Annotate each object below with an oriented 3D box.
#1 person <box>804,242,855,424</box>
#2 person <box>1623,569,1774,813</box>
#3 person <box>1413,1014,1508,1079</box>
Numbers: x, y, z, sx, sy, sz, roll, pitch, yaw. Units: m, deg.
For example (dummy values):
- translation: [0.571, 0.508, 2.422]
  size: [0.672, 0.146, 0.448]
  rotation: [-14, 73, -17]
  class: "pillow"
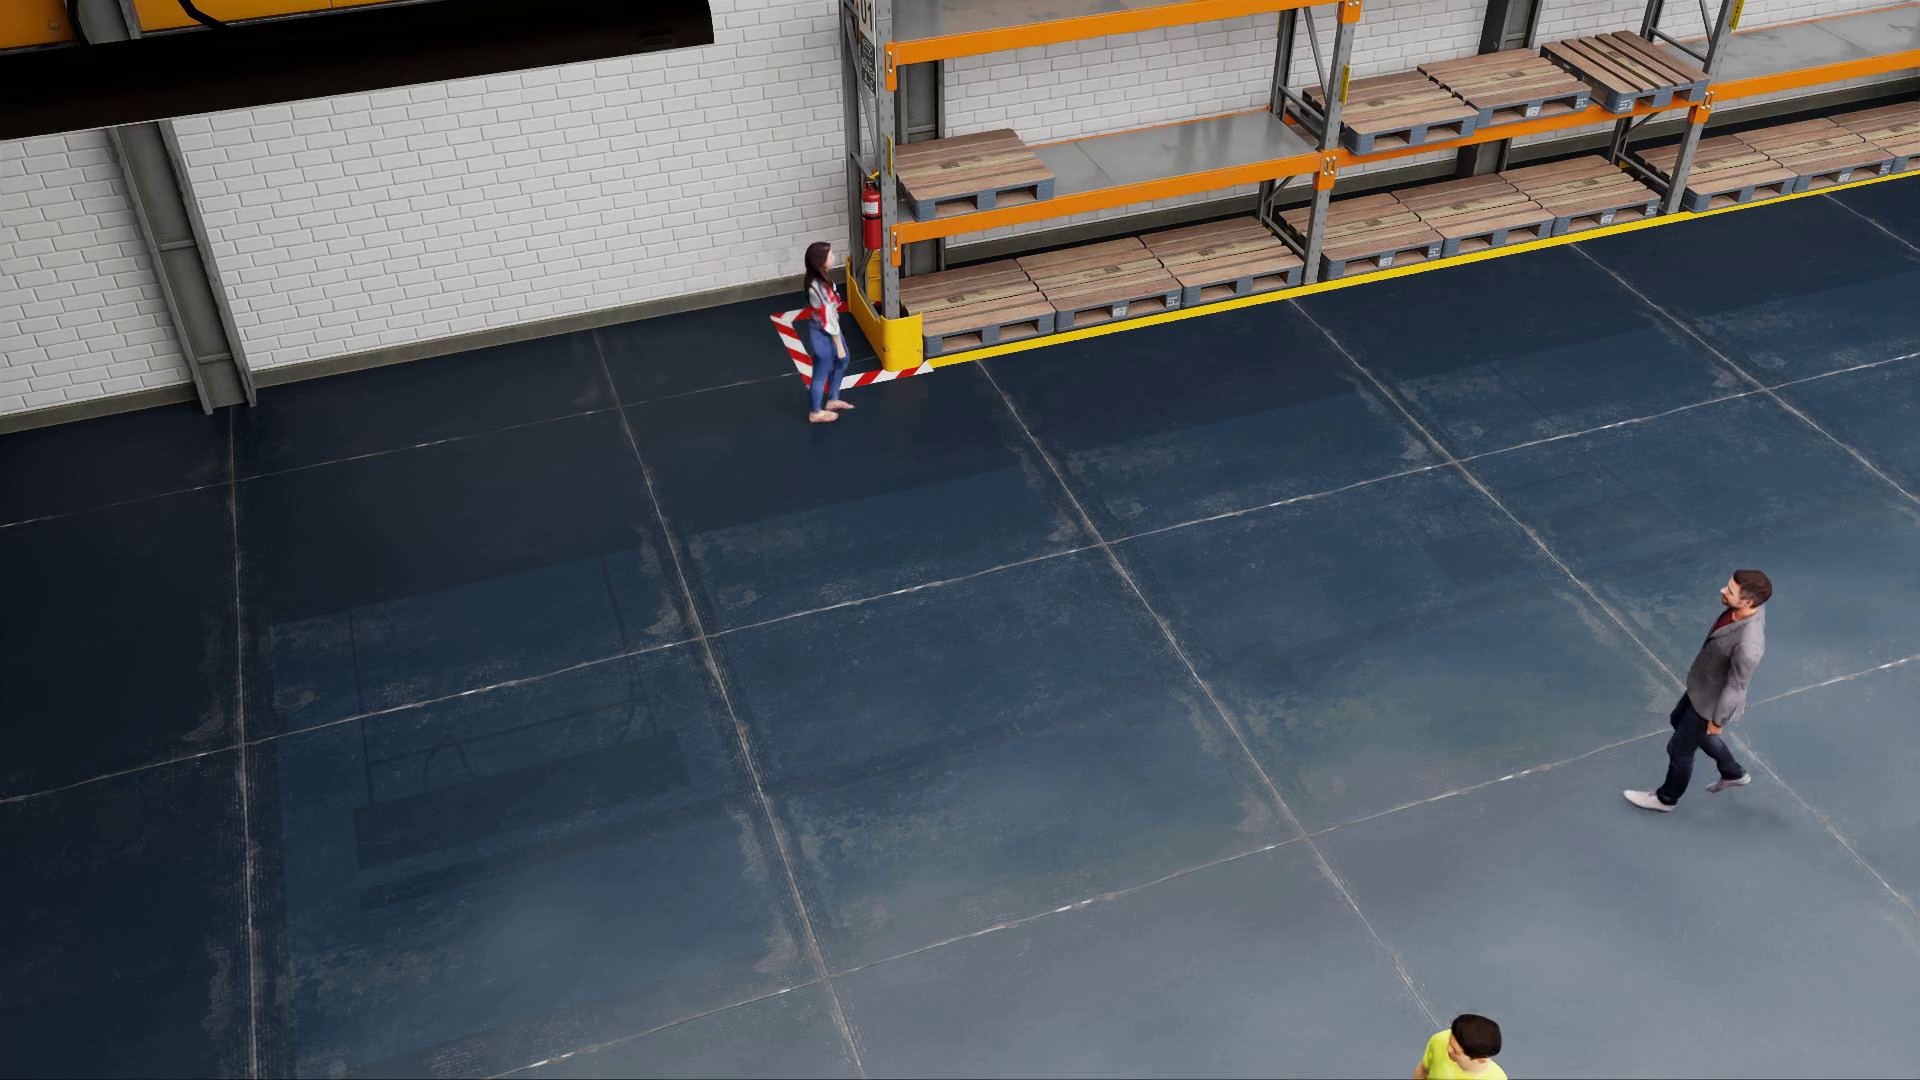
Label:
- translation: [-1.137, -1.590, 12.950]
  size: [0.645, 1.602, 0.650]
  rotation: [-7, 39, -9]
  class: "person"
- translation: [4.435, 0.907, 9.618]
  size: [1.064, 1.858, 0.990]
  rotation: [13, 40, 16]
  class: "person"
- translation: [2.221, 2.665, 7.538]
  size: [0.617, 1.706, 0.668]
  rotation: [-23, 44, -26]
  class: "person"
